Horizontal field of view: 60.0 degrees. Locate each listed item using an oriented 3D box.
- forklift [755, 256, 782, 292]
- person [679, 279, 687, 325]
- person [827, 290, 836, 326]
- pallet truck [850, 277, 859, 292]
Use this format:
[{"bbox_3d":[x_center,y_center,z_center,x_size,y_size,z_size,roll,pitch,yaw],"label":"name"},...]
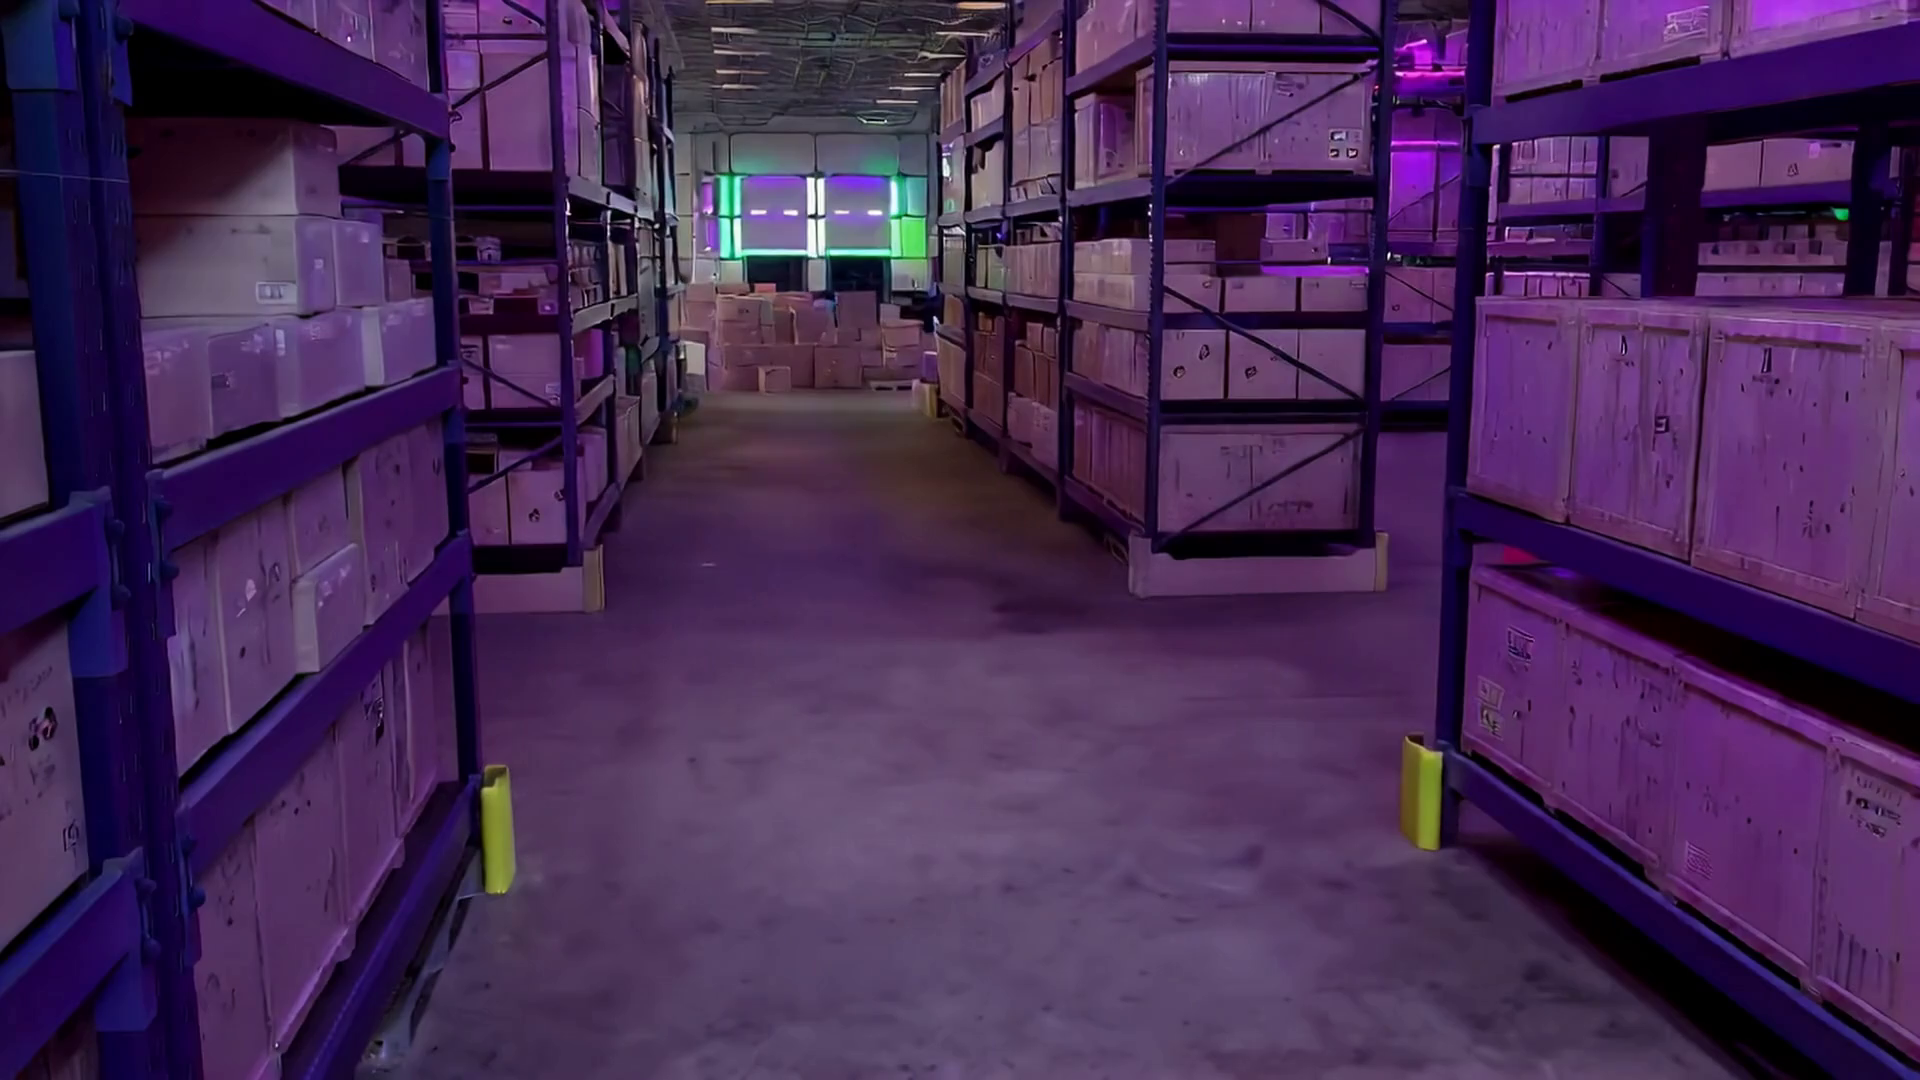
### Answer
[{"bbox_3d":[-6.827,-8.743,59.466,1.129,2.768,1.873,4,10,21],"label":"forklift"},{"bbox_3d":[-11.240,-9.745,68.146,0.848,1.894,0.599,0,10,-1],"label":"person"},{"bbox_3d":[-3.644,-6.130,47.103,0.997,1.903,0.636,1,10,6],"label":"person"},{"bbox_3d":[-3.782,-9.391,65.808,1.885,1.965,0.823,2,10,10],"label":"pallet truck"}]
